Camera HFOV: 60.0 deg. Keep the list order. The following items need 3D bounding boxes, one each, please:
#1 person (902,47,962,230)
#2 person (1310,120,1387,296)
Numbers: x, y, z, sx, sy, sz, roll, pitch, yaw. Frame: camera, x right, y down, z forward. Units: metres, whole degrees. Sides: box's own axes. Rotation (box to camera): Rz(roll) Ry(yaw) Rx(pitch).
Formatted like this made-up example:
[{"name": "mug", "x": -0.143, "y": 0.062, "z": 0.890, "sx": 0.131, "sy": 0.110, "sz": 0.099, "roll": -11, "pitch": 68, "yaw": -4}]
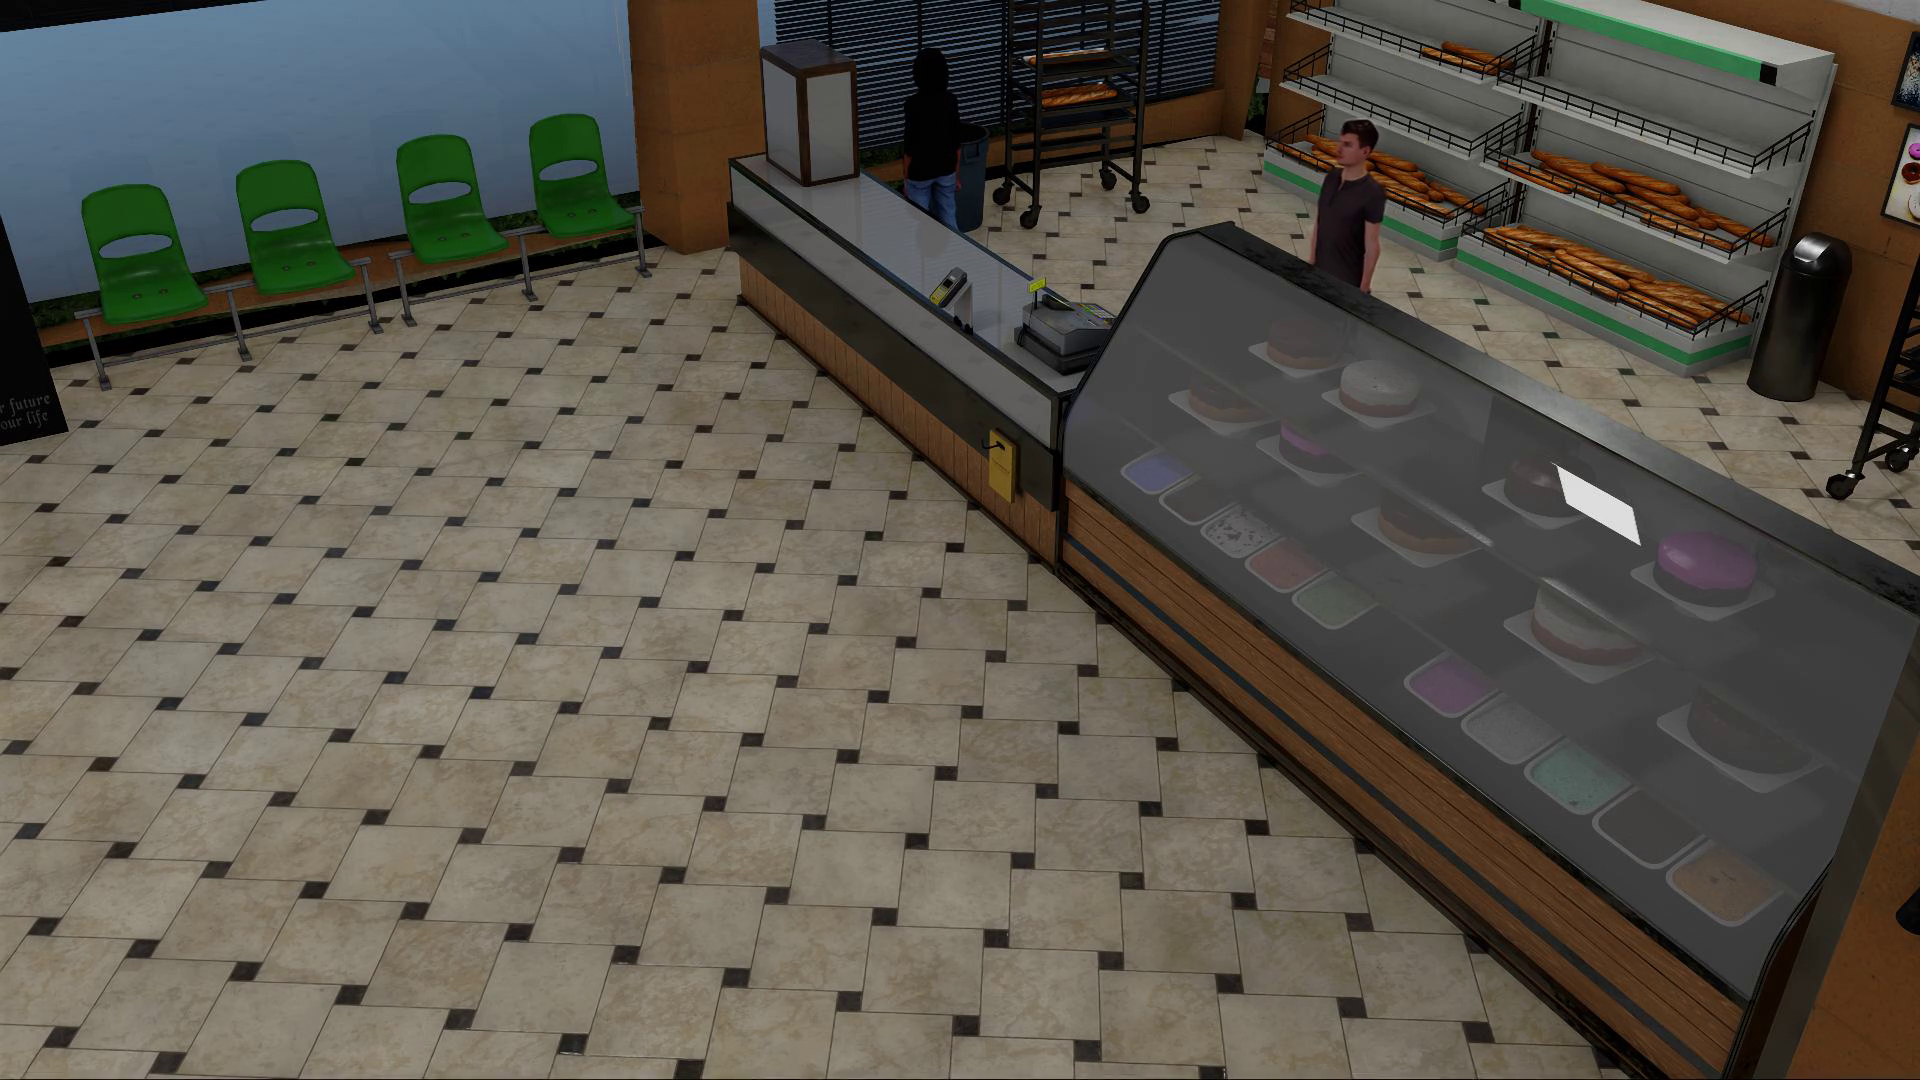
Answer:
[{"name": "person", "x": -0.193, "y": -2.400, "z": 10.993, "sx": 0.512, "sy": 1.701, "sz": 0.659, "roll": -12, "pitch": 34, "yaw": -18}, {"name": "person", "x": 2.139, "y": -1.451, "z": 9.324, "sx": 0.535, "sy": 1.852, "sz": 0.638, "roll": -16, "pitch": 35, "yaw": -24}]
